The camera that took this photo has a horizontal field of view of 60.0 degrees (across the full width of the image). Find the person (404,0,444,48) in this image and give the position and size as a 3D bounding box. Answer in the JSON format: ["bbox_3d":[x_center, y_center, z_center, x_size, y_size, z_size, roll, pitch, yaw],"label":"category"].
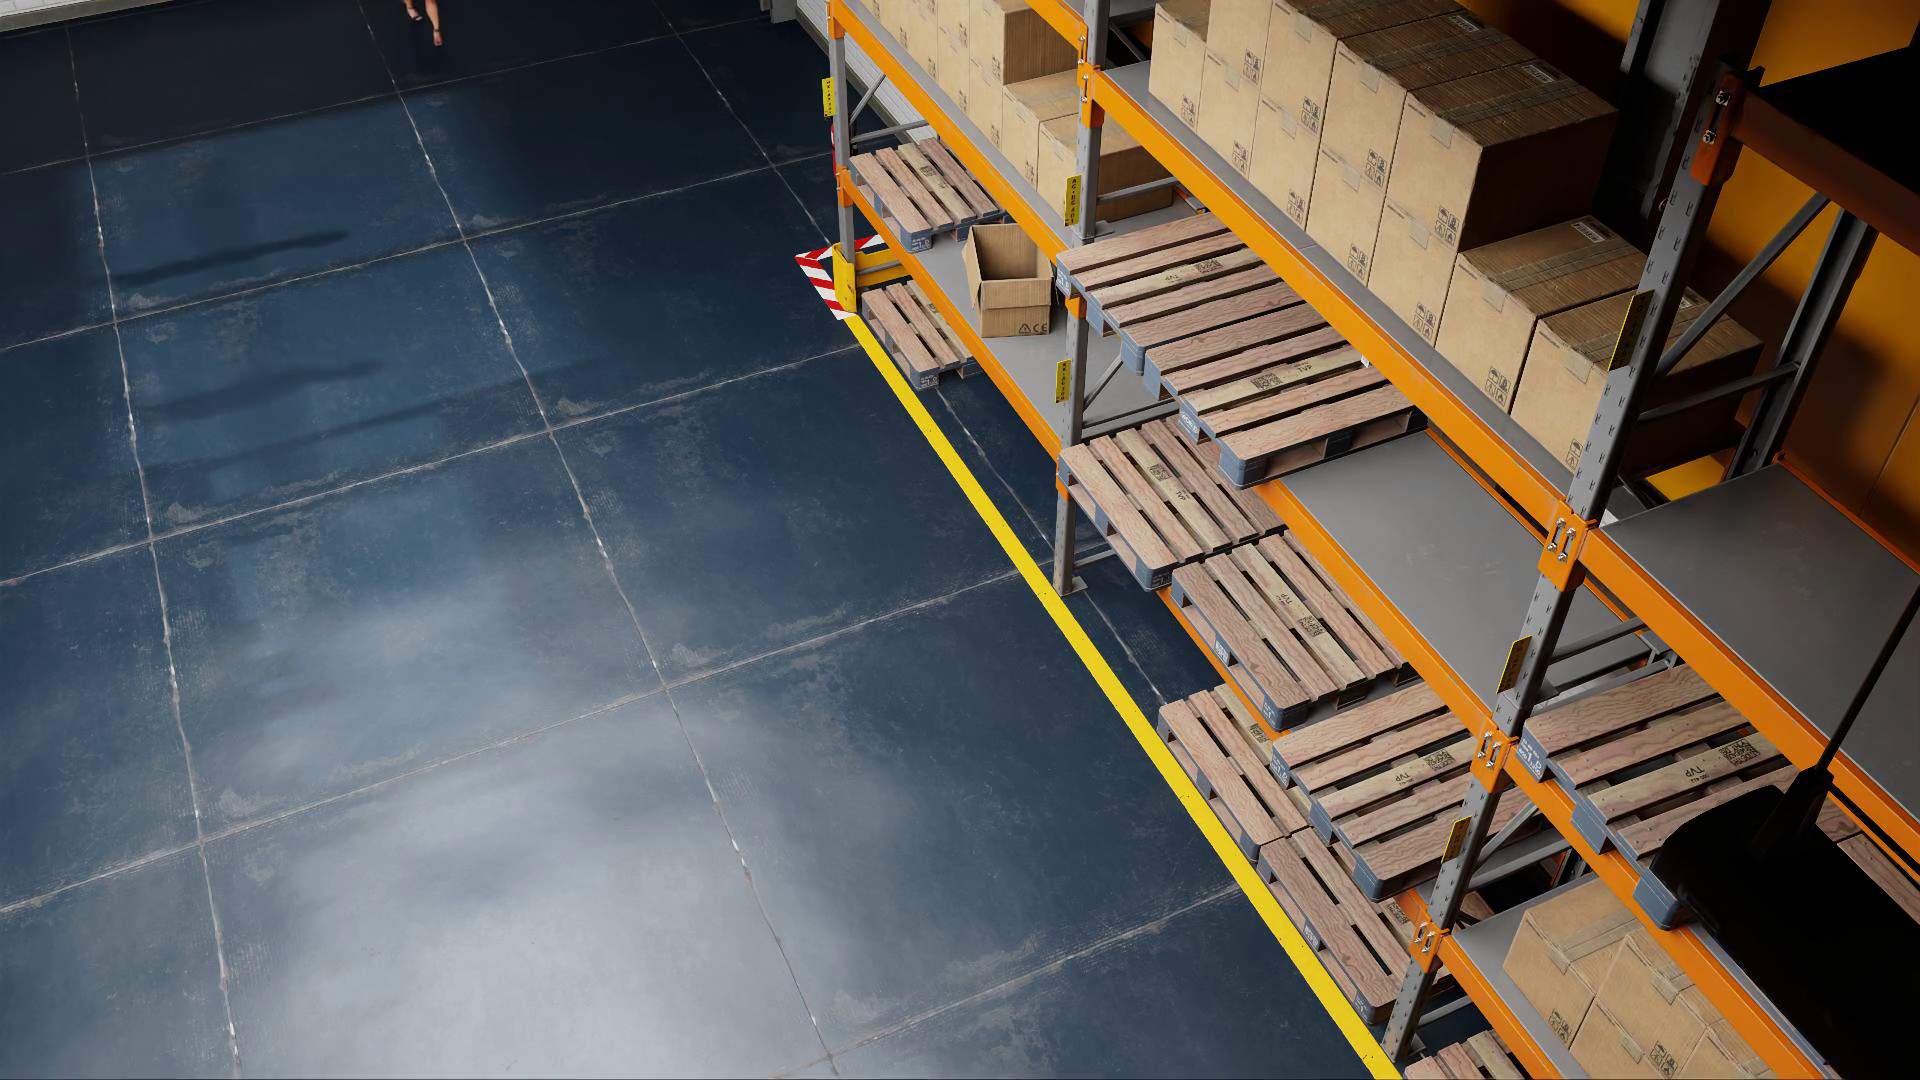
[{"bbox_3d":[-5.761,-6.063,17.451,0.756,1.666,1.068,-26,49,-25],"label":"person"}]
